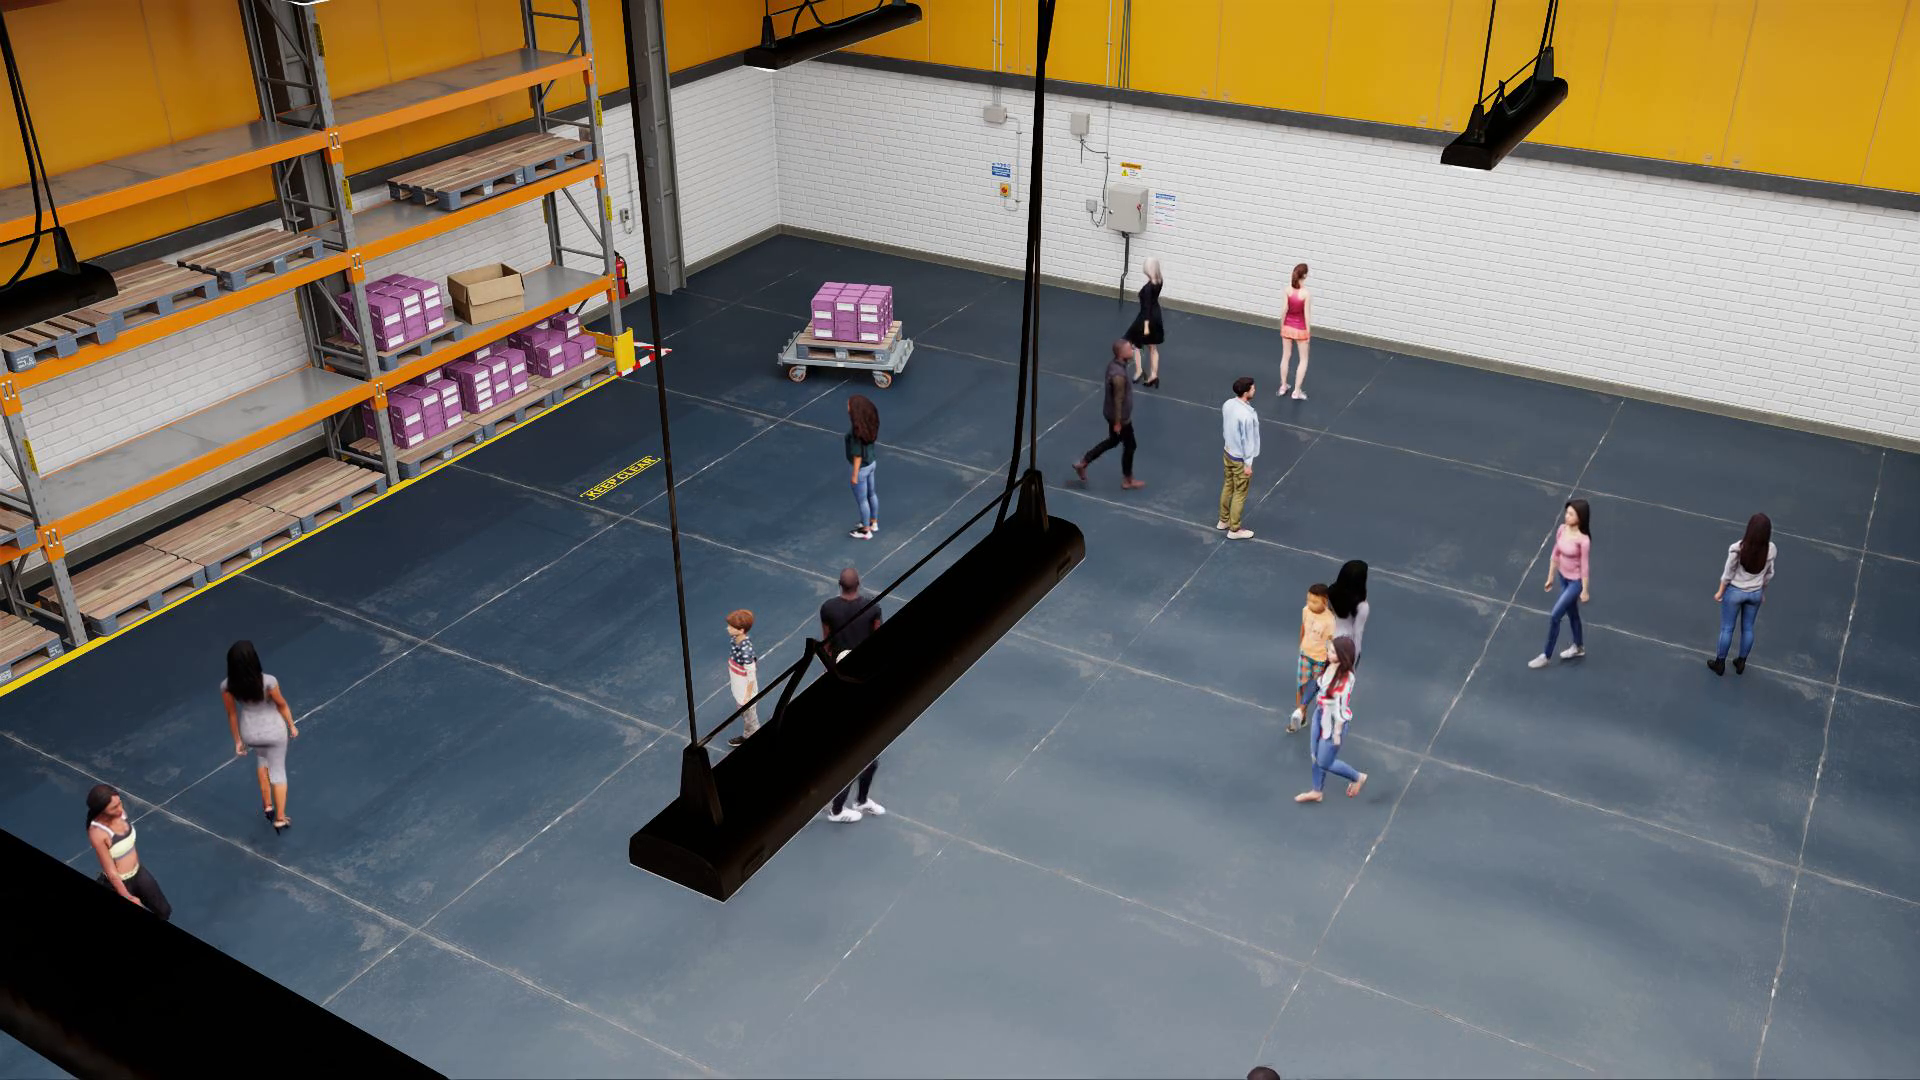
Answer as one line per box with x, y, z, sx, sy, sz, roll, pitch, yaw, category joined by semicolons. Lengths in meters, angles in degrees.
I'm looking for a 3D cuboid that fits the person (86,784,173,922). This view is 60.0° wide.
-5.973;2.416;11.708;0.743;1.738;0.666;2;29;4;person

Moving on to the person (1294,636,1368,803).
3.093;1.481;13.565;0.909;1.601;0.870;-4;29;-8;person

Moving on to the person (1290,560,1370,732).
3.231;0.966;14.390;1.072;1.716;0.821;-24;37;-37;person

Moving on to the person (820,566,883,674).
-0.903;1.097;14.086;1.043;1.776;1.311;1;29;2;person

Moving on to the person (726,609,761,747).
-1.844;1.216;14.219;0.641;1.439;0.596;-11;30;-19;person

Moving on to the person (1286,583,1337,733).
3.179;0.996;14.618;0.689;1.444;0.950;24;37;36;person

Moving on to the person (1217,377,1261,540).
2.958;-0.889;17.690;0.798;1.812;0.757;-9;30;-17;person

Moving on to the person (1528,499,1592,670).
5.731;0.389;15.460;0.970;1.704;0.917;-6;29;-11;person

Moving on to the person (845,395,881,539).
-1.035;-0.790;17.716;0.669;1.614;0.540;13;31;22;person

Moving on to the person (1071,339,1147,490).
1.690;-1.394;18.615;1.106;1.812;1.159;0;29;0;person

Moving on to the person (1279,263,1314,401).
4.233;-2.637;20.955;0.750;1.753;0.767;19;34;30;person

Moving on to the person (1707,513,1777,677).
7.226;0.499;15.334;0.682;1.631;0.687;-1;29;-1;person

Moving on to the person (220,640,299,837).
-5.520;1.613;13.148;0.716;1.769;0.762;-1;29;-2;person

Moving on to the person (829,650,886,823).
-0.957;1.591;13.187;0.885;1.770;0.799;-2;29;-4;person

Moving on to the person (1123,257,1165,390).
2.485;-2.743;21.170;0.704;1.734;0.617;14;32;24;person
